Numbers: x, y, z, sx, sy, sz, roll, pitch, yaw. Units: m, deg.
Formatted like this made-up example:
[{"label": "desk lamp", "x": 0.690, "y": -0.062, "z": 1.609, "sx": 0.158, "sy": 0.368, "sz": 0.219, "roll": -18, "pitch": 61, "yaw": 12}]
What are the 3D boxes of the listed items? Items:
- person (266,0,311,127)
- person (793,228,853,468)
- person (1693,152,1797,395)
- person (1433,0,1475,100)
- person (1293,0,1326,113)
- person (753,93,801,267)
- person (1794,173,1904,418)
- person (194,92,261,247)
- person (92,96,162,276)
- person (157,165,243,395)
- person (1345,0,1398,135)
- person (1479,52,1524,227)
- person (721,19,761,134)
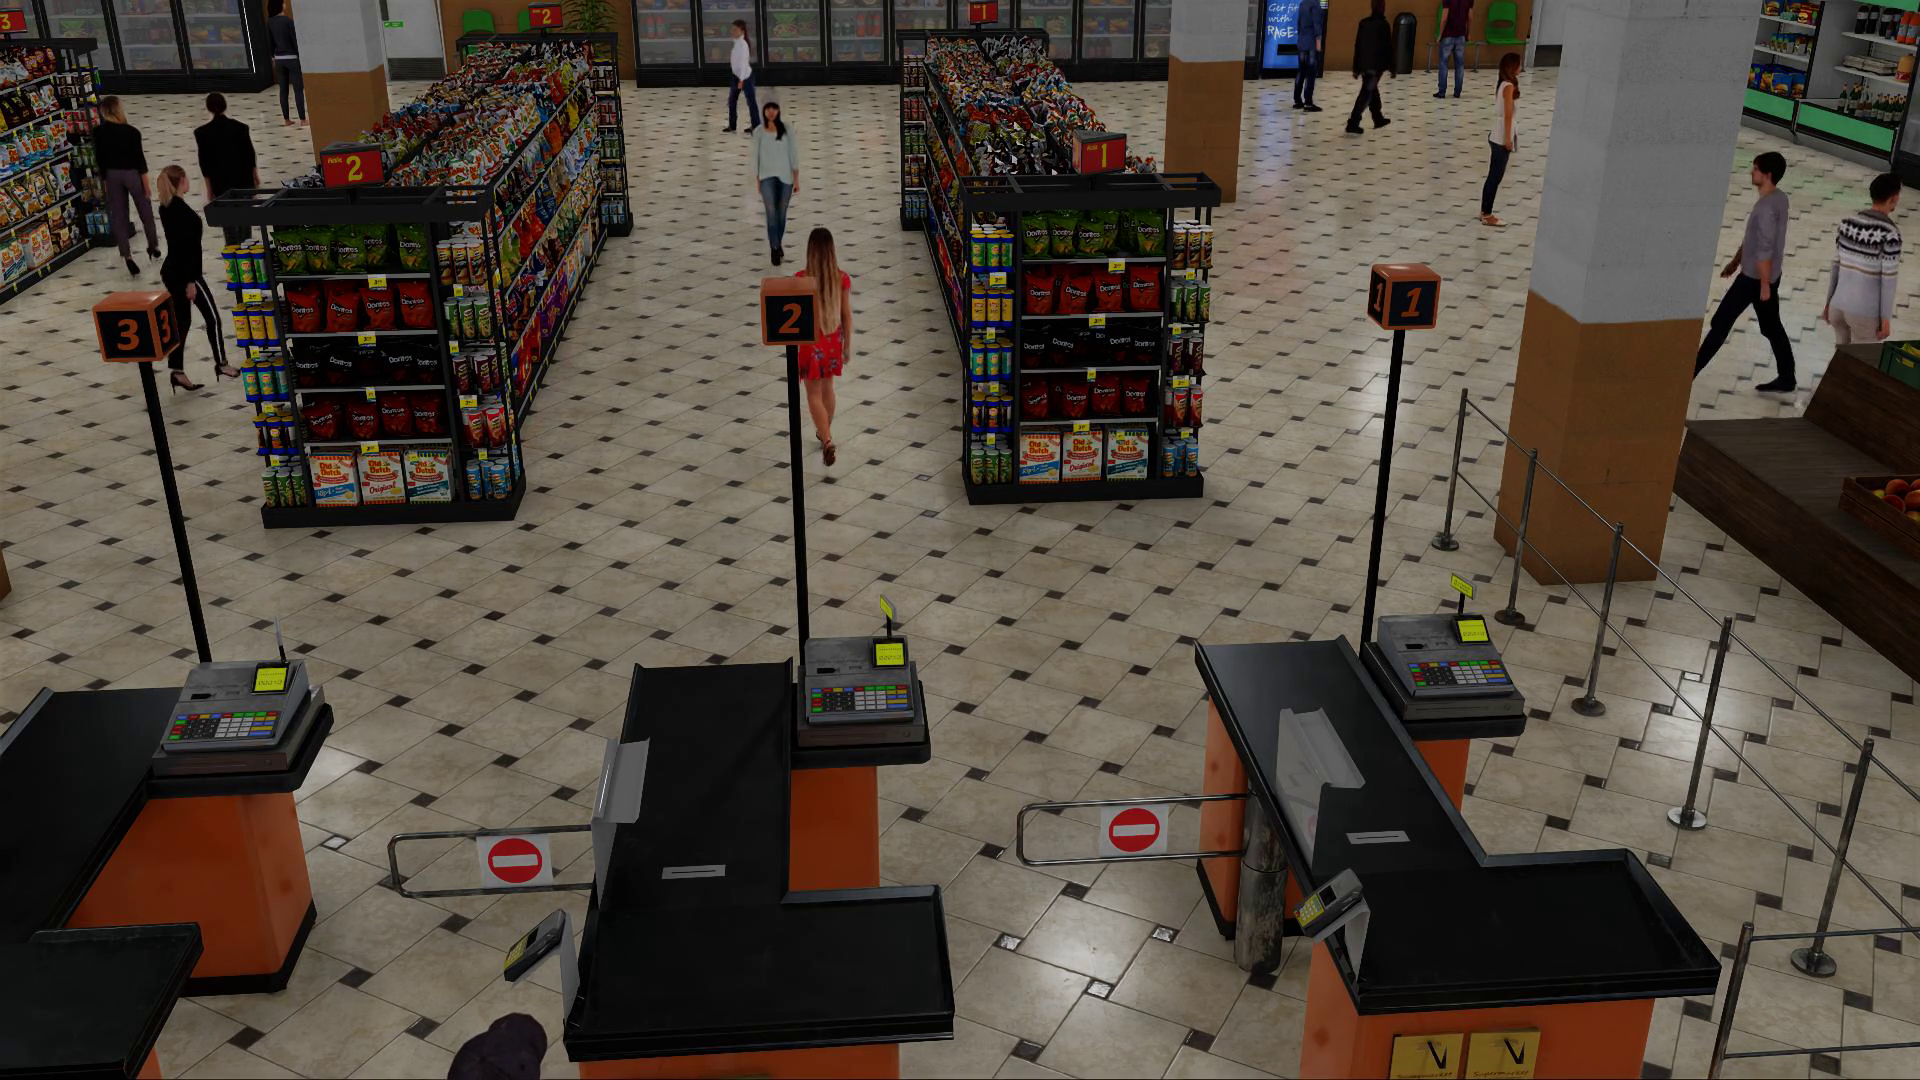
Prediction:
[{"label": "person", "x": -9.423, "y": -6.713, "z": 23.283, "sx": 0.661, "sy": 1.768, "sz": 0.590, "roll": 3, "pitch": 24, "yaw": 8}, {"label": "person", "x": -0.922, "y": -1.257, "z": 11.068, "sx": 0.718, "sy": 1.564, "sz": 1.075, "roll": -7, "pitch": 25, "yaw": -16}, {"label": "person", "x": 5.999, "y": -1.912, "z": 12.275, "sx": 1.207, "sy": 1.797, "sz": 1.195, "roll": 16, "pitch": 29, "yaw": 33}, {"label": "person", "x": 7.573, "y": -7.735, "z": 25.516, "sx": 0.657, "sy": 1.849, "sz": 0.513, "roll": -2, "pitch": 24, "yaw": -5}, {"label": "person", "x": 5.139, "y": -7.247, "z": 24.430, "sx": 0.839, "sy": 1.826, "sz": 0.642, "roll": -9, "pitch": 25, "yaw": -20}, {"label": "person", "x": -1.777, "y": -3.494, "z": 16.133, "sx": 0.646, "sy": 1.602, "sz": 1.080, "roll": -5, "pitch": 24, "yaw": -11}, {"label": "person", "x": 6.146, "y": -1.583, "z": 11.473, "sx": 0.861, "sy": 1.836, "sz": 1.011, "roll": -6, "pitch": 24, "yaw": -14}, {"label": "person", "x": -6.782, "y": -3.266, "z": 15.537, "sx": 0.830, "sy": 1.662, "sz": 1.181, "roll": -8, "pitch": 25, "yaw": -17}, {"label": "person", "x": -7.853, "y": -3.276, "z": 15.612, "sx": 0.666, "sy": 1.620, "sz": 1.035, "roll": -4, "pitch": 24, "yaw": -9}, {"label": "person", "x": -5.859, "y": -1.905, "z": 12.422, "sx": 0.884, "sy": 1.666, "sz": 0.952, "roll": 21, "pitch": 32, "yaw": 40}, {"label": "person", "x": 5.510, "y": -6.367, "z": 22.478, "sx": 1.192, "sy": 1.778, "sz": 1.291, "roll": -16, "pitch": 29, "yaw": -33}, {"label": "person", "x": 5.732, "y": -4.253, "z": 17.638, "sx": 0.727, "sy": 1.786, "sz": 0.570, "roll": 4, "pitch": 24, "yaw": 9}, {"label": "person", "x": -2.907, "y": -6.277, "z": 22.594, "sx": 0.860, "sy": 1.522, "sz": 0.863, "roll": -12, "pitch": 26, "yaw": -26}]
